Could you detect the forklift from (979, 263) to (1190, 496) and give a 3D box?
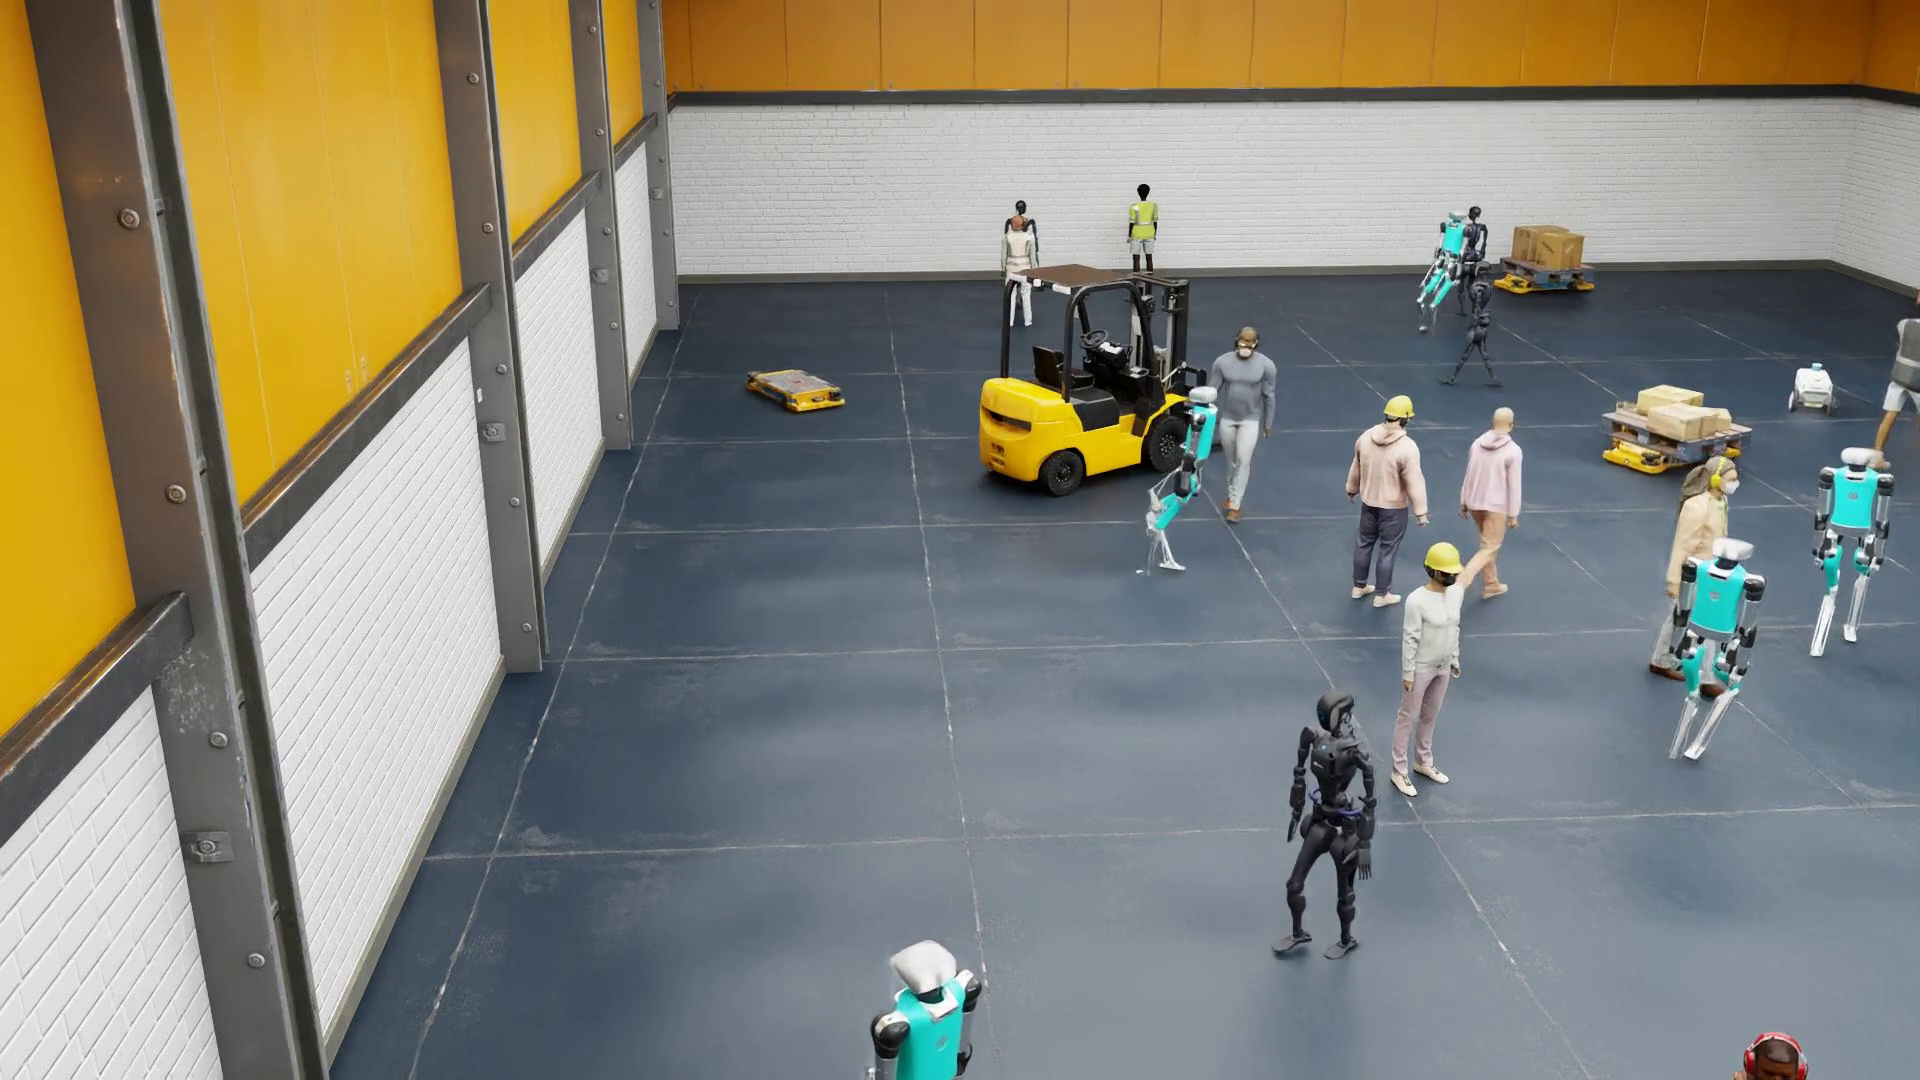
[{"bbox_3d":[1.315,-1.764,17.646,2.313,2.155,1.214,-14,24,-33],"label":"forklift"}]

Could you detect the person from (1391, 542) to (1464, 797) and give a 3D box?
[{"bbox_3d":[3.157,0.847,11.146,0.522,1.768,0.311,-13,24,-31],"label":"person"}]

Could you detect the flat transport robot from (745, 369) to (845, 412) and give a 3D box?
[{"bbox_3d":[-2.070,-1.876,20.739,0.659,0.231,1.431,-13,24,-31],"label":"flat transport robot"}]

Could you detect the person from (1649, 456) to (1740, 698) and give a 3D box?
[{"bbox_3d":[5.700,0.276,12.581,0.818,1.843,0.601,18,27,40],"label":"person"}]

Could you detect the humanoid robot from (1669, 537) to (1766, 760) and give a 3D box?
[{"bbox_3d":[5.208,0.799,11.424,0.562,1.849,0.776,17,26,39],"label":"humanoid robot"}]

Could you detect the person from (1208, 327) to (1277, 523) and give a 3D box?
[{"bbox_3d":[2.705,-1.144,16.371,0.665,1.904,0.802,11,23,28],"label":"person"}]

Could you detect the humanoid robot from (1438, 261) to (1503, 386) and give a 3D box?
[{"bbox_3d":[6.557,-2.739,21.112,0.791,1.622,0.603,7,21,19],"label":"humanoid robot"}]

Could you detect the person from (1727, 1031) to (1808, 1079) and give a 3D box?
[{"bbox_3d":[3.061,2.609,6.506,0.458,1.651,0.327,5,21,14],"label":"person"}]

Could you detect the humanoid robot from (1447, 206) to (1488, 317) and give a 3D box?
[{"bbox_3d":[7.654,-4.177,24.974,0.596,1.646,0.416,-7,21,-19],"label":"humanoid robot"}]

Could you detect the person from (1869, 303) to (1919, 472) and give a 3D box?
[{"bbox_3d":[10.286,-1.721,17.850,1.102,1.964,0.607,-13,24,-31],"label":"person"}]

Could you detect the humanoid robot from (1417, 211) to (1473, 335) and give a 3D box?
[{"bbox_3d":[6.871,-3.777,23.869,0.800,1.826,0.540,-13,24,-32],"label":"humanoid robot"}]

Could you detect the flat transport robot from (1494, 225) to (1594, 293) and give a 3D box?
[{"bbox_3d":[9.509,-4.204,27.083,1.431,0.231,0.659,-5,21,-12],"label":"flat transport robot"}]

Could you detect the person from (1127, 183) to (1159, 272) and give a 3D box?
[{"bbox_3d":[2.953,-4.917,26.945,0.540,1.698,0.316,-6,21,-17],"label":"person"}]

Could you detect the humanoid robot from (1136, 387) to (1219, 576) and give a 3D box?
[{"bbox_3d":[1.891,-0.483,14.961,0.787,1.871,0.550,8,22,21],"label":"humanoid robot"}]

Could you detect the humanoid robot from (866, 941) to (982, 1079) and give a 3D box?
[{"bbox_3d":[-0.290,2.388,6.987,0.535,1.730,1.021,-19,27,-41],"label":"humanoid robot"}]

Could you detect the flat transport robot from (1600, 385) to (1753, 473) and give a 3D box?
[{"bbox_3d":[7.856,-0.997,18.344,1.431,0.231,0.659,-10,23,-26],"label":"flat transport robot"}]

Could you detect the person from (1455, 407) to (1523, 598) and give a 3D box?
[{"bbox_3d":[4.483,-0.264,14.211,0.825,1.740,0.560,-13,24,-31],"label":"person"}]

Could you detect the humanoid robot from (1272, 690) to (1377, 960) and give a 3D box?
[{"bbox_3d":[2.054,1.605,9.230,0.554,1.641,0.608,-14,25,-34],"label":"humanoid robot"}]

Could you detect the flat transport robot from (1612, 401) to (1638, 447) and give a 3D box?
[{"bbox_3d":[7.900,-1.304,19.181,0.659,0.231,1.431,8,22,20],"label":"flat transport robot"}]

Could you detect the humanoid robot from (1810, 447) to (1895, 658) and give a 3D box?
[{"bbox_3d":[7.167,0.054,13.396,0.561,1.780,0.916,14,24,33],"label":"humanoid robot"}]

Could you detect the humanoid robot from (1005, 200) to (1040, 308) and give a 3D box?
[{"bbox_3d":[0.934,-4.422,25.701,0.600,1.629,0.779,8,22,20],"label":"humanoid robot"}]

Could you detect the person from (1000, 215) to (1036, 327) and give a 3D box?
[{"bbox_3d":[0.848,-3.935,24.362,0.513,1.636,0.313,0,20,1],"label":"person"}]

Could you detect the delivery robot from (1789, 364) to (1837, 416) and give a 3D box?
[{"bbox_3d":[10.375,-1.834,20.223,0.499,0.603,0.807,7,21,19],"label":"delivery robot"}]

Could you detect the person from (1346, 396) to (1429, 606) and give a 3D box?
[{"bbox_3d":[3.625,-0.325,14.221,0.433,1.854,0.818,-17,26,-38],"label":"person"}]
